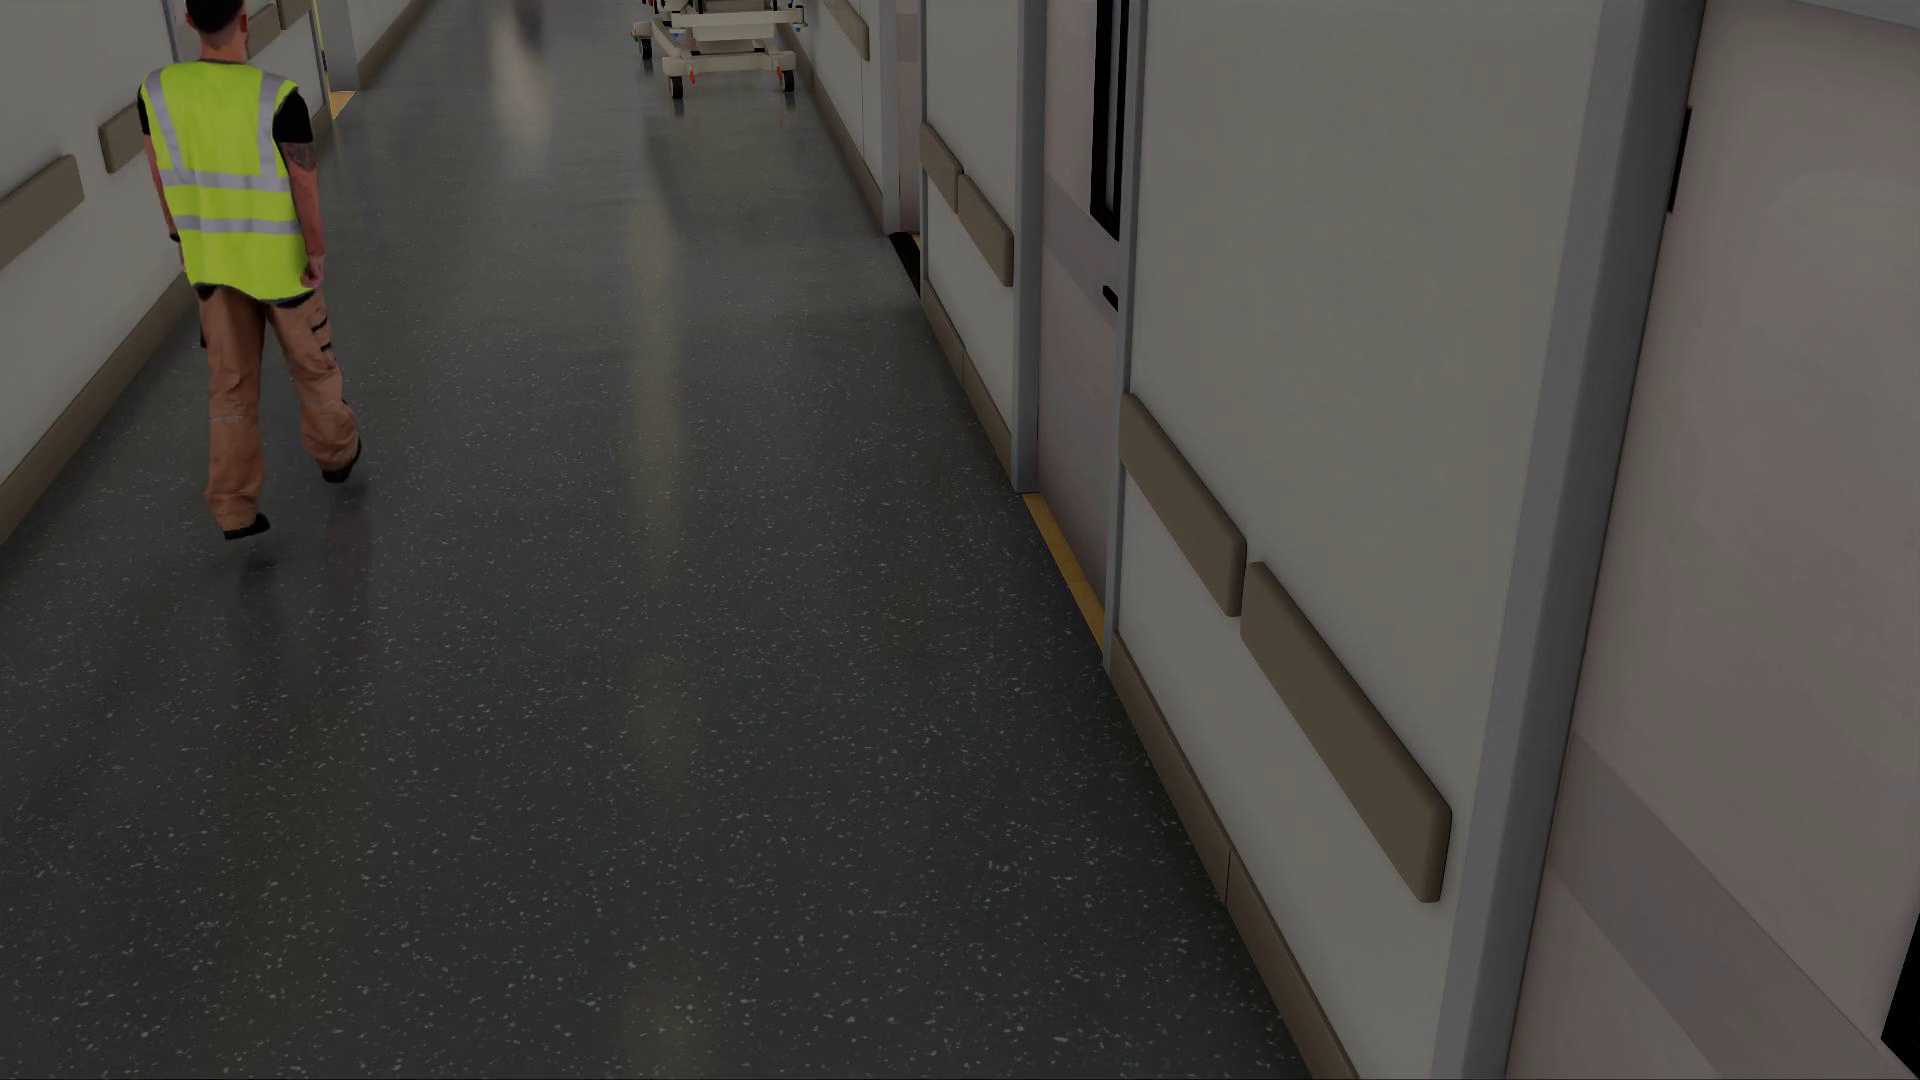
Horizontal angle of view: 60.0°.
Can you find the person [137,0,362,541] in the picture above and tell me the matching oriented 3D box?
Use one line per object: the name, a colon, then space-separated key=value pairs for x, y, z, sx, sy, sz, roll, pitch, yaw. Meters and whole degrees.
person: x=-2.316 y=-0.866 z=5.368 sx=1.092 sy=1.809 sz=0.749 roll=-4 pitch=26 yaw=-8
